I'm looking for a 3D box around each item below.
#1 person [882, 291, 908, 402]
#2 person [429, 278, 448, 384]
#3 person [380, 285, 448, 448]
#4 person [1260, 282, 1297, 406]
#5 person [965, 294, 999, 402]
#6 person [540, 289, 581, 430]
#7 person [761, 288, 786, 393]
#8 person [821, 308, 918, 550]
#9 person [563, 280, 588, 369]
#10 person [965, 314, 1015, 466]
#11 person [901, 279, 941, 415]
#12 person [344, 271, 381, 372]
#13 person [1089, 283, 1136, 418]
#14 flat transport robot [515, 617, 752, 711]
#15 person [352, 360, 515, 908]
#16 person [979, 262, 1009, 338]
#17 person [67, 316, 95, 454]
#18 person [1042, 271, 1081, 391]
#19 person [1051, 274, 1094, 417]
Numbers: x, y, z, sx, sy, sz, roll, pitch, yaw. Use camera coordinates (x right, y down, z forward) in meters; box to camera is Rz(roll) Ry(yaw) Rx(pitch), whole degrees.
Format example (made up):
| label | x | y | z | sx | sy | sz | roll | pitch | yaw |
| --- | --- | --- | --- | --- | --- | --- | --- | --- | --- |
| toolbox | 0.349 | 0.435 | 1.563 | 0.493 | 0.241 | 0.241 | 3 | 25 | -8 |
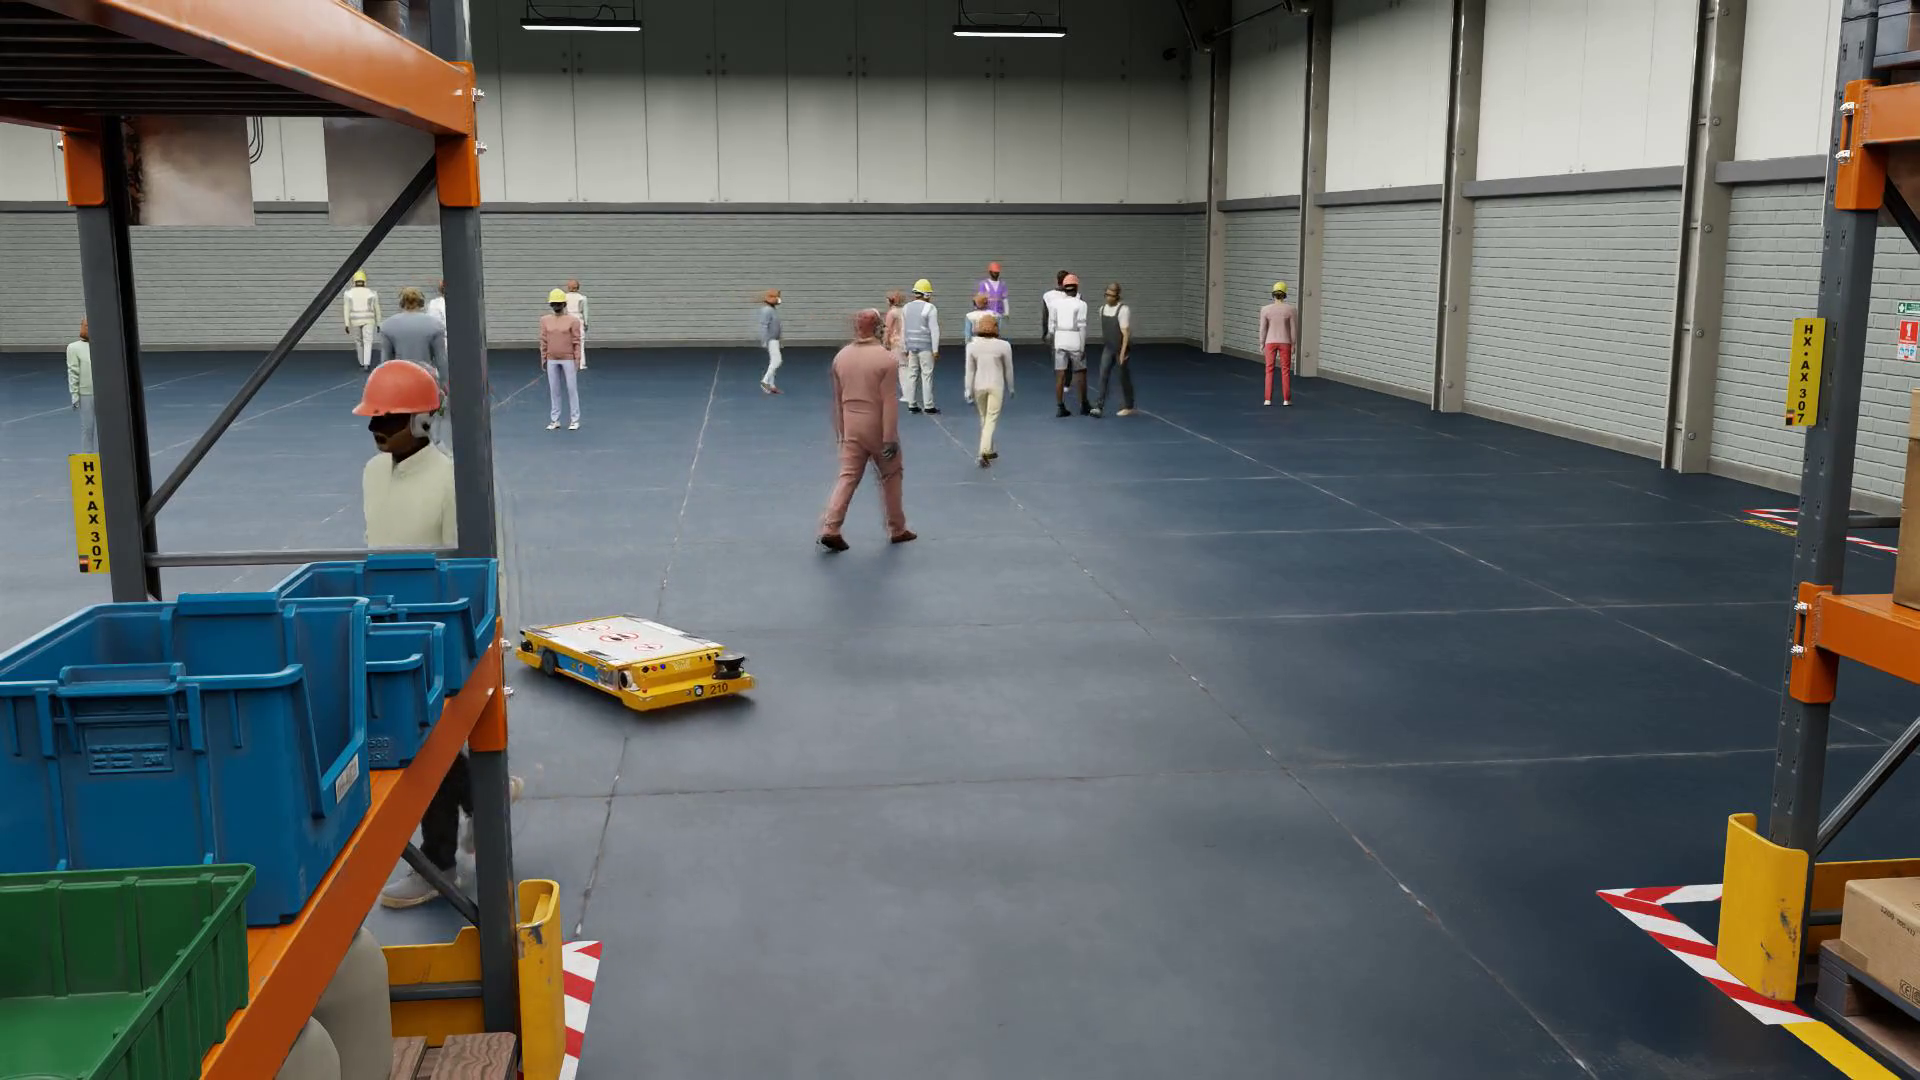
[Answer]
| label | x | y | z | sx | sy | sz | roll | pitch | yaw |
| --- | --- | --- | --- | --- | --- | --- | --- | --- | --- |
| person | -1.027 | -2.815 | 24.273 | 0.780 | 1.604 | 0.538 | 3 | 11 | 18 |
| person | -7.212 | -2.761 | 23.314 | 0.806 | 1.864 | 0.587 | 8 | 13 | 38 |
| person | -5.458 | -1.588 | 16.683 | 0.640 | 1.935 | 0.511 | -1 | 10 | -7 |
| person | 4.530 | -2.783 | 23.683 | 0.523 | 1.769 | 0.324 | 3 | 11 | 16 |
| person | 0.310 | -2.712 | 23.772 | 0.533 | 1.595 | 0.861 | -2 | 11 | -11 |
| person | -4.989 | -2.248 | 20.771 | 0.527 | 1.761 | 0.334 | 1 | 10 | 7 |
| person | -2.850 | -3.041 | 25.502 | 0.364 | 1.620 | 0.509 | 2 | 11 | 12 |
| person | -0.728 | -0.853 | 12.840 | 0.656 | 1.867 | 0.969 | 7 | 13 | 35 |
| person | -7.018 | -3.910 | 30.246 | 0.507 | 1.631 | 0.315 | -1 | 10 | -3 |
| person | 0.296 | -1.593 | 17.631 | 0.494 | 1.595 | 0.853 | 4 | 11 | 19 |
| person | -0.517 | -2.613 | 22.567 | 0.592 | 1.832 | 0.404 | 8 | 13 | 36 |
| person | -10.715 | -3.913 | 29.840 | 0.604 | 1.789 | 0.955 | -3 | 11 | -15 |
| person | 2.031 | -2.508 | 22.083 | 0.542 | 1.788 | 0.944 | 9 | 14 | 42 |
| flat transport robot | -1.802 | 0.635 | 9.046 | 0.652 | 0.197 | 1.431 | -9 | 13 | -40 |
| person | -1.923 | 0.323 | 6.069 | 0.633 | 1.976 | 0.541 | 8 | 13 | 39 |
| person | 0.693 | -4.406 | 32.164 | 0.577 | 1.911 | 0.752 | -4 | 11 | -20 |
| person | -8.680 | -1.452 | 16.761 | 0.529 | 1.631 | 0.292 | -9 | 13 | -39 |
| person | 1.565 | -3.193 | 25.628 | 0.593 | 1.874 | 0.964 | 0 | 10 | 2 |
| person | 1.517 | -2.618 | 22.424 | 0.544 | 1.890 | 0.821 | 6 | 12 | 28 |
